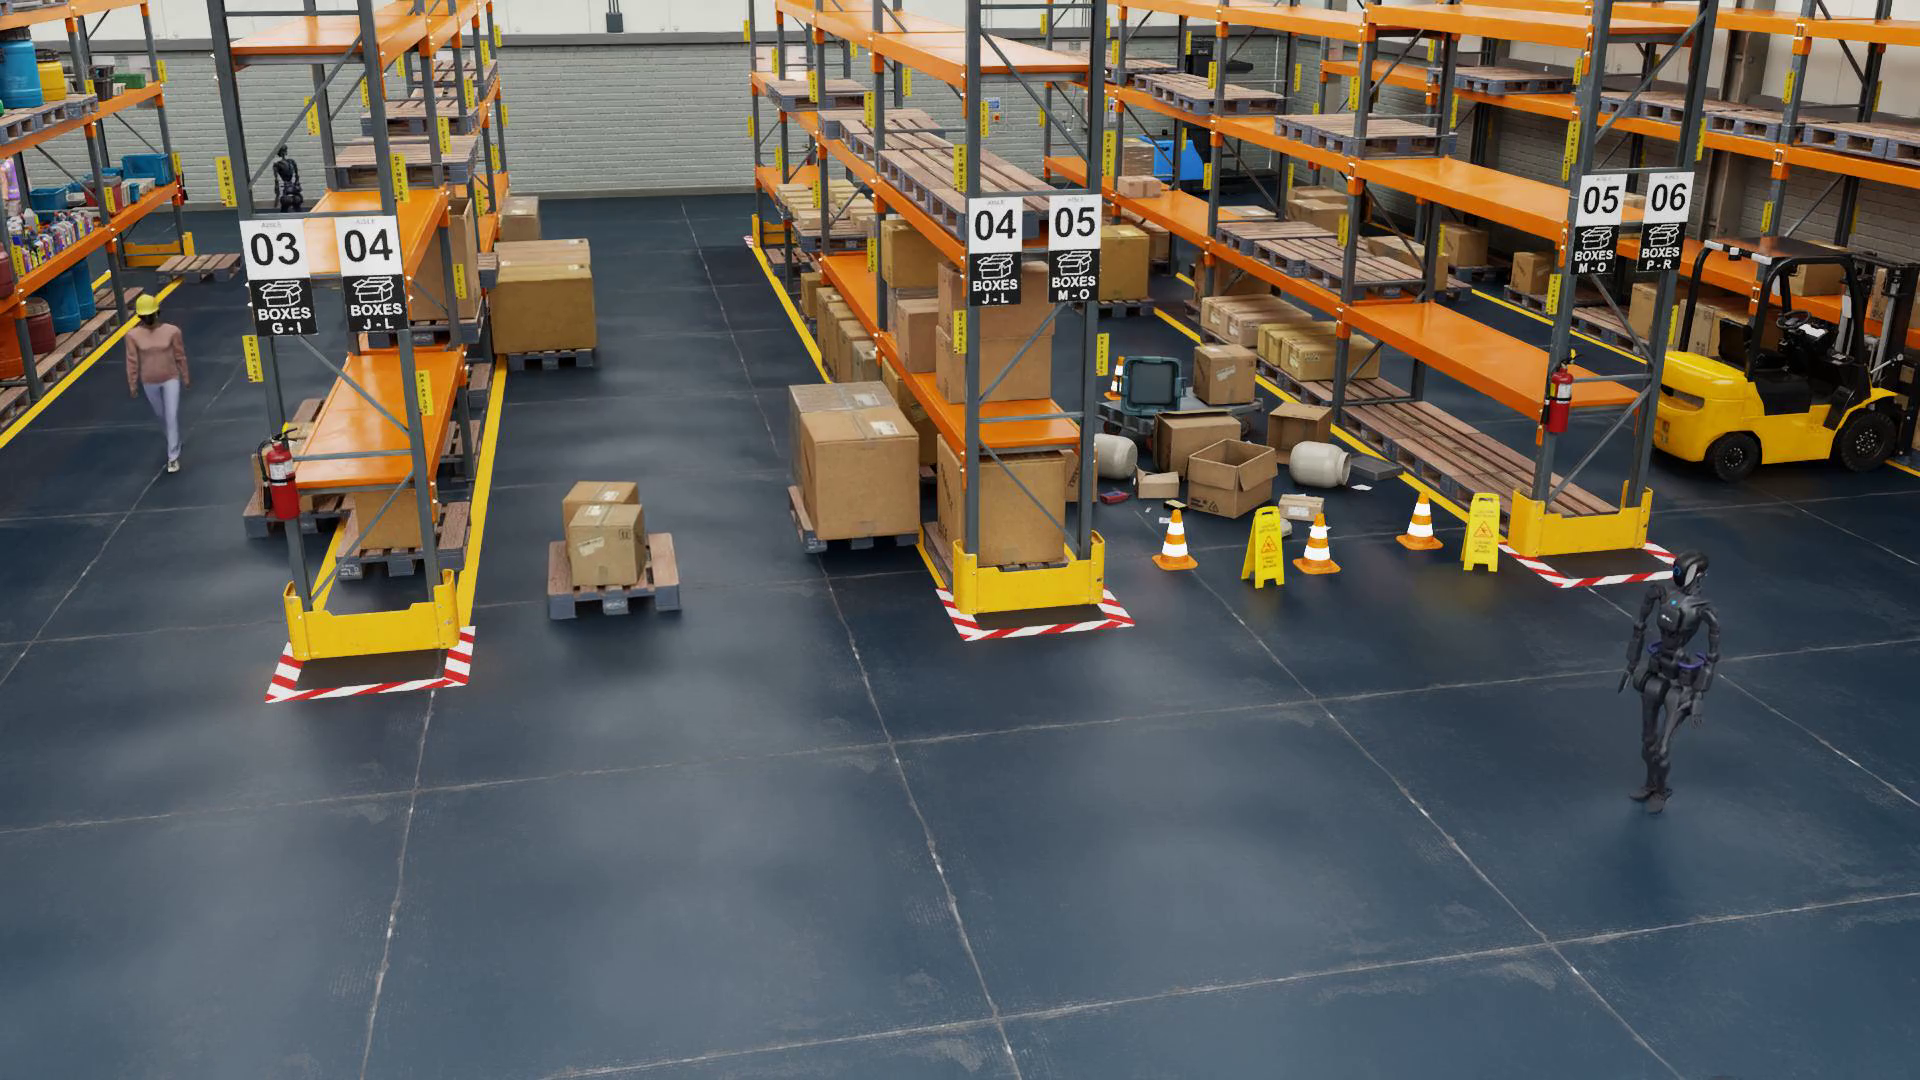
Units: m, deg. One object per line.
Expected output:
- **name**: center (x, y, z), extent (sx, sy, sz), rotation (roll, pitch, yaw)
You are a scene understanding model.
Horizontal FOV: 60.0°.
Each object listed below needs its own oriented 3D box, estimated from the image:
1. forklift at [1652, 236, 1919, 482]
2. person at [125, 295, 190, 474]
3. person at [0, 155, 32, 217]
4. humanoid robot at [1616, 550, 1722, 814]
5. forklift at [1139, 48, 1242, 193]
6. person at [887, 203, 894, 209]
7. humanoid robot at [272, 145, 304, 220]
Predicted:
- **forklift**: center (8.013, -1.814, 16.330), extent (2.313, 2.155, 1.214), rotation (-4, 21, -12)
- **person**: center (-7.891, -1.593, 16.408), extent (0.526, 1.720, 0.901), rotation (-6, 21, -15)
- **person**: center (-15.366, -5.564, 27.151), extent (0.347, 1.688, 0.491), rotation (11, 23, 27)
- **humanoid robot**: center (4.231, 0.833, 9.930), extent (0.368, 1.649, 0.599), rotation (-12, 23, -29)
- **forklift**: center (4.566, -8.313, 32.860), extent (1.873, 2.768, 1.129), rotation (-4, 21, -12)
- **person**: center (-1.185, -7.009, 31.022), extent (0.369, 1.685, 0.548), rotation (-2, 20, -5)
- **humanoid robot**: center (-11.222, -5.776, 27.748), extent (0.557, 1.639, 0.590), rotation (7, 22, 19)
